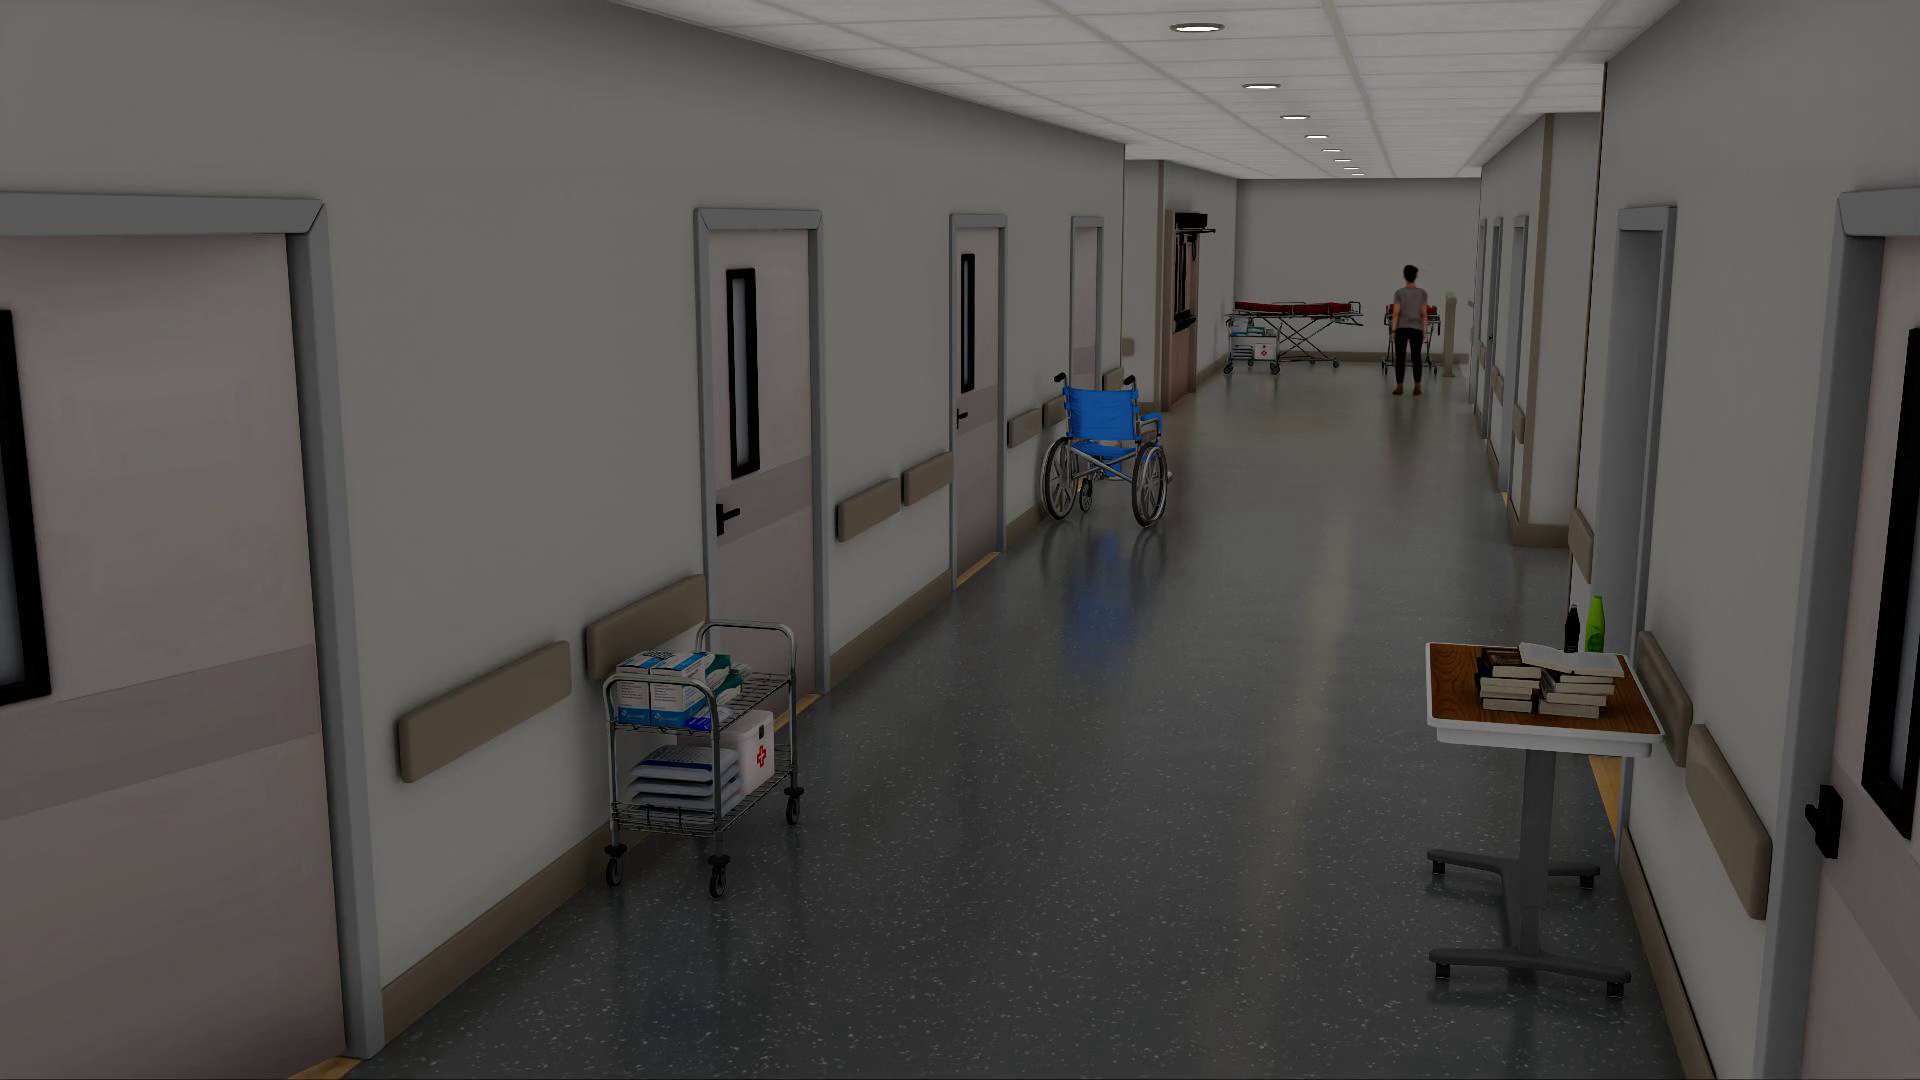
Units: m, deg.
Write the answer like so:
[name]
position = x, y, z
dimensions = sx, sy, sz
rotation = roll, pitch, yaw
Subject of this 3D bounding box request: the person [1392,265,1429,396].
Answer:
[person]
position = 5.992, -2.805, 22.196
dimensions = 0.637, 1.717, 0.566
rotation = 1, 11, 6
